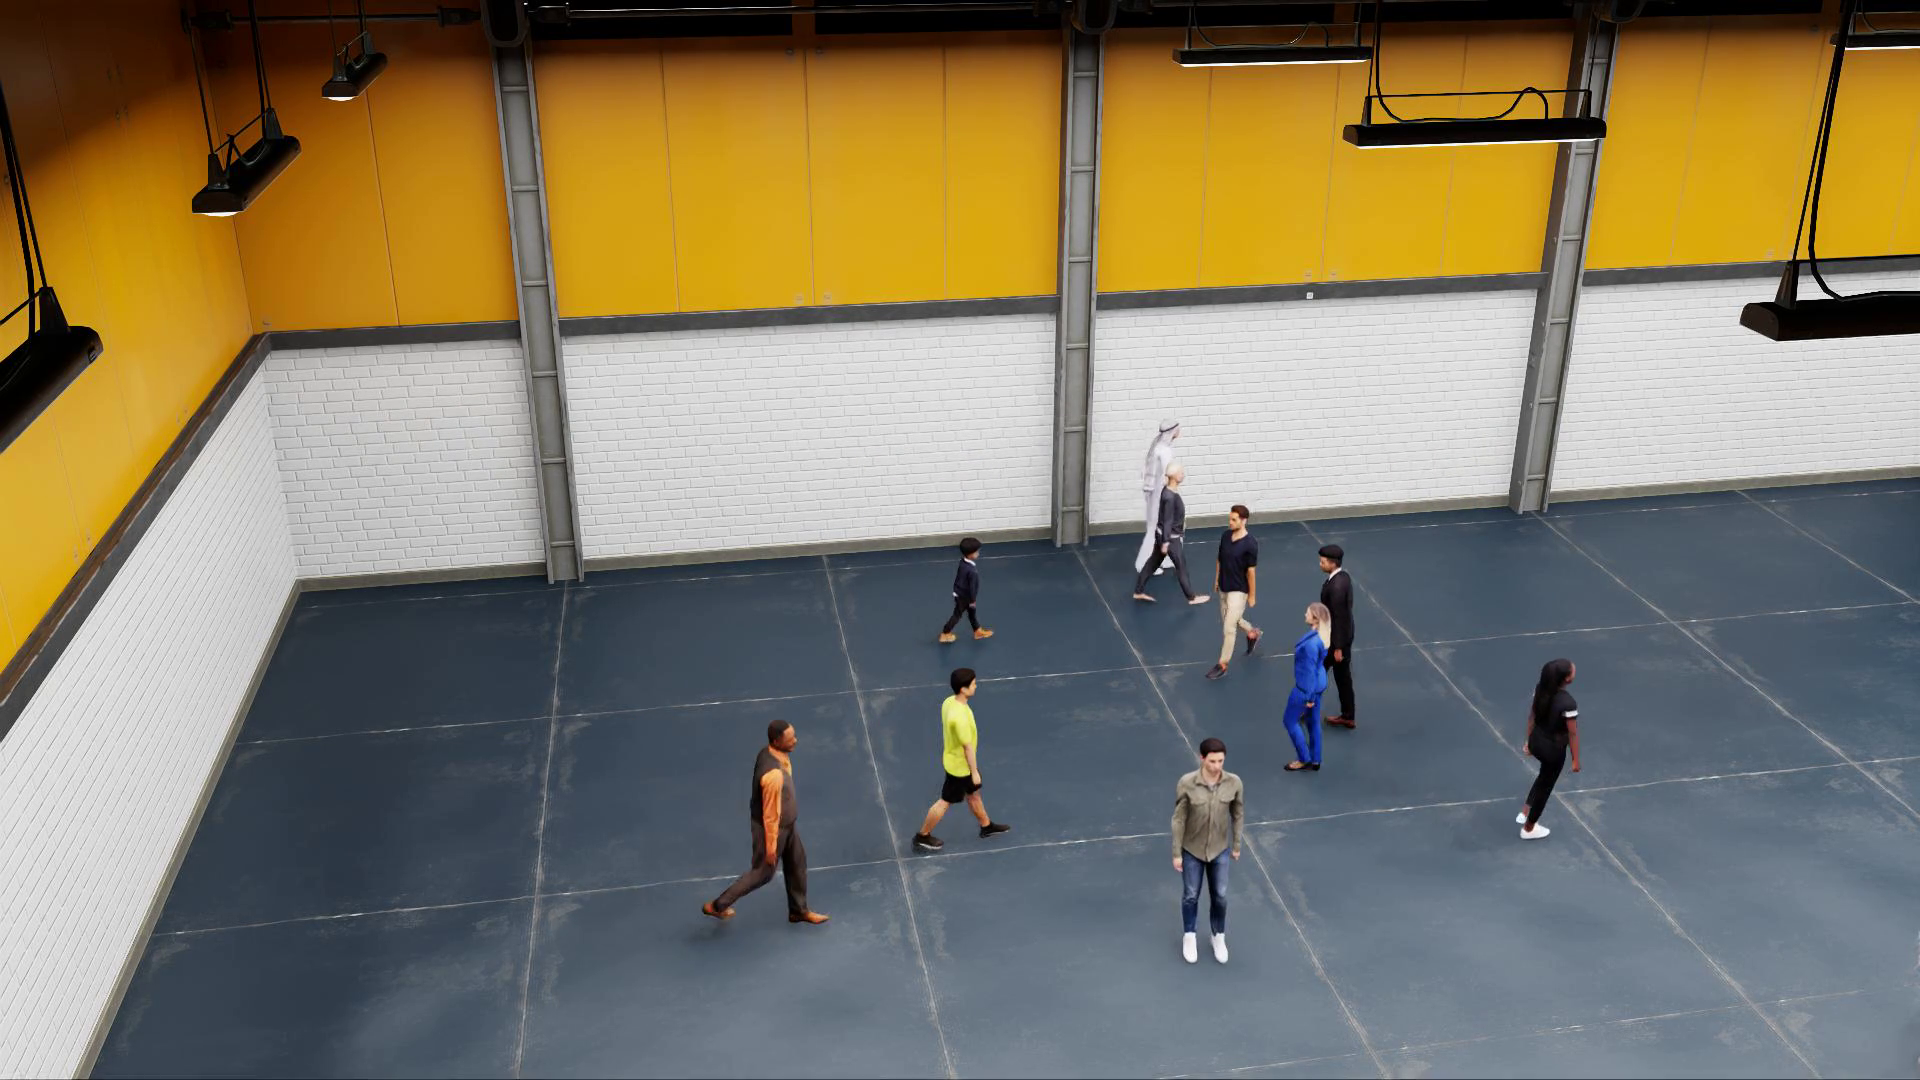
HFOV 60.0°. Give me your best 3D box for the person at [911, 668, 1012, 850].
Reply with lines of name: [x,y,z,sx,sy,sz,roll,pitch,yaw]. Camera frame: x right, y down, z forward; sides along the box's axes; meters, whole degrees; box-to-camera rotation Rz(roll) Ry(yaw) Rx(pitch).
person: [-0.088,1.876,13.931,1.091,1.668,0.634,-5,24,-11]

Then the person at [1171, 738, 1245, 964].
person: [1.856,2.316,12.680,0.627,1.863,0.812,0,24,-1]

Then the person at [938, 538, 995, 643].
person: [-0.012,0.551,17.552,0.824,1.195,0.530,-7,25,-16]

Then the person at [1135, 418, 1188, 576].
person: [2.209,-0.489,19.043,0.897,1.906,0.787,0,24,0]

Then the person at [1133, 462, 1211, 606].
person: [2.214,-0.052,18.322,1.114,1.684,0.741,0,24,-1]

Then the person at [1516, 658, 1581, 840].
person: [4.909,1.794,14.059,0.661,1.716,0.638,-7,25,-15]

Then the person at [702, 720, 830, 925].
person: [-1.559,2.236,12.870,1.267,1.859,0.859,-1,24,-3]

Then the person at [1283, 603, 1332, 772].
person: [3.267,1.360,15.086,0.763,1.689,0.728,11,26,23]

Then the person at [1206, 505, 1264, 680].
person: [2.852,0.486,16.904,1.211,1.833,0.979,-17,29,-33]

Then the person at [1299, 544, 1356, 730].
person: [3.691,0.948,15.838,1.070,1.841,0.978,9,25,19]
